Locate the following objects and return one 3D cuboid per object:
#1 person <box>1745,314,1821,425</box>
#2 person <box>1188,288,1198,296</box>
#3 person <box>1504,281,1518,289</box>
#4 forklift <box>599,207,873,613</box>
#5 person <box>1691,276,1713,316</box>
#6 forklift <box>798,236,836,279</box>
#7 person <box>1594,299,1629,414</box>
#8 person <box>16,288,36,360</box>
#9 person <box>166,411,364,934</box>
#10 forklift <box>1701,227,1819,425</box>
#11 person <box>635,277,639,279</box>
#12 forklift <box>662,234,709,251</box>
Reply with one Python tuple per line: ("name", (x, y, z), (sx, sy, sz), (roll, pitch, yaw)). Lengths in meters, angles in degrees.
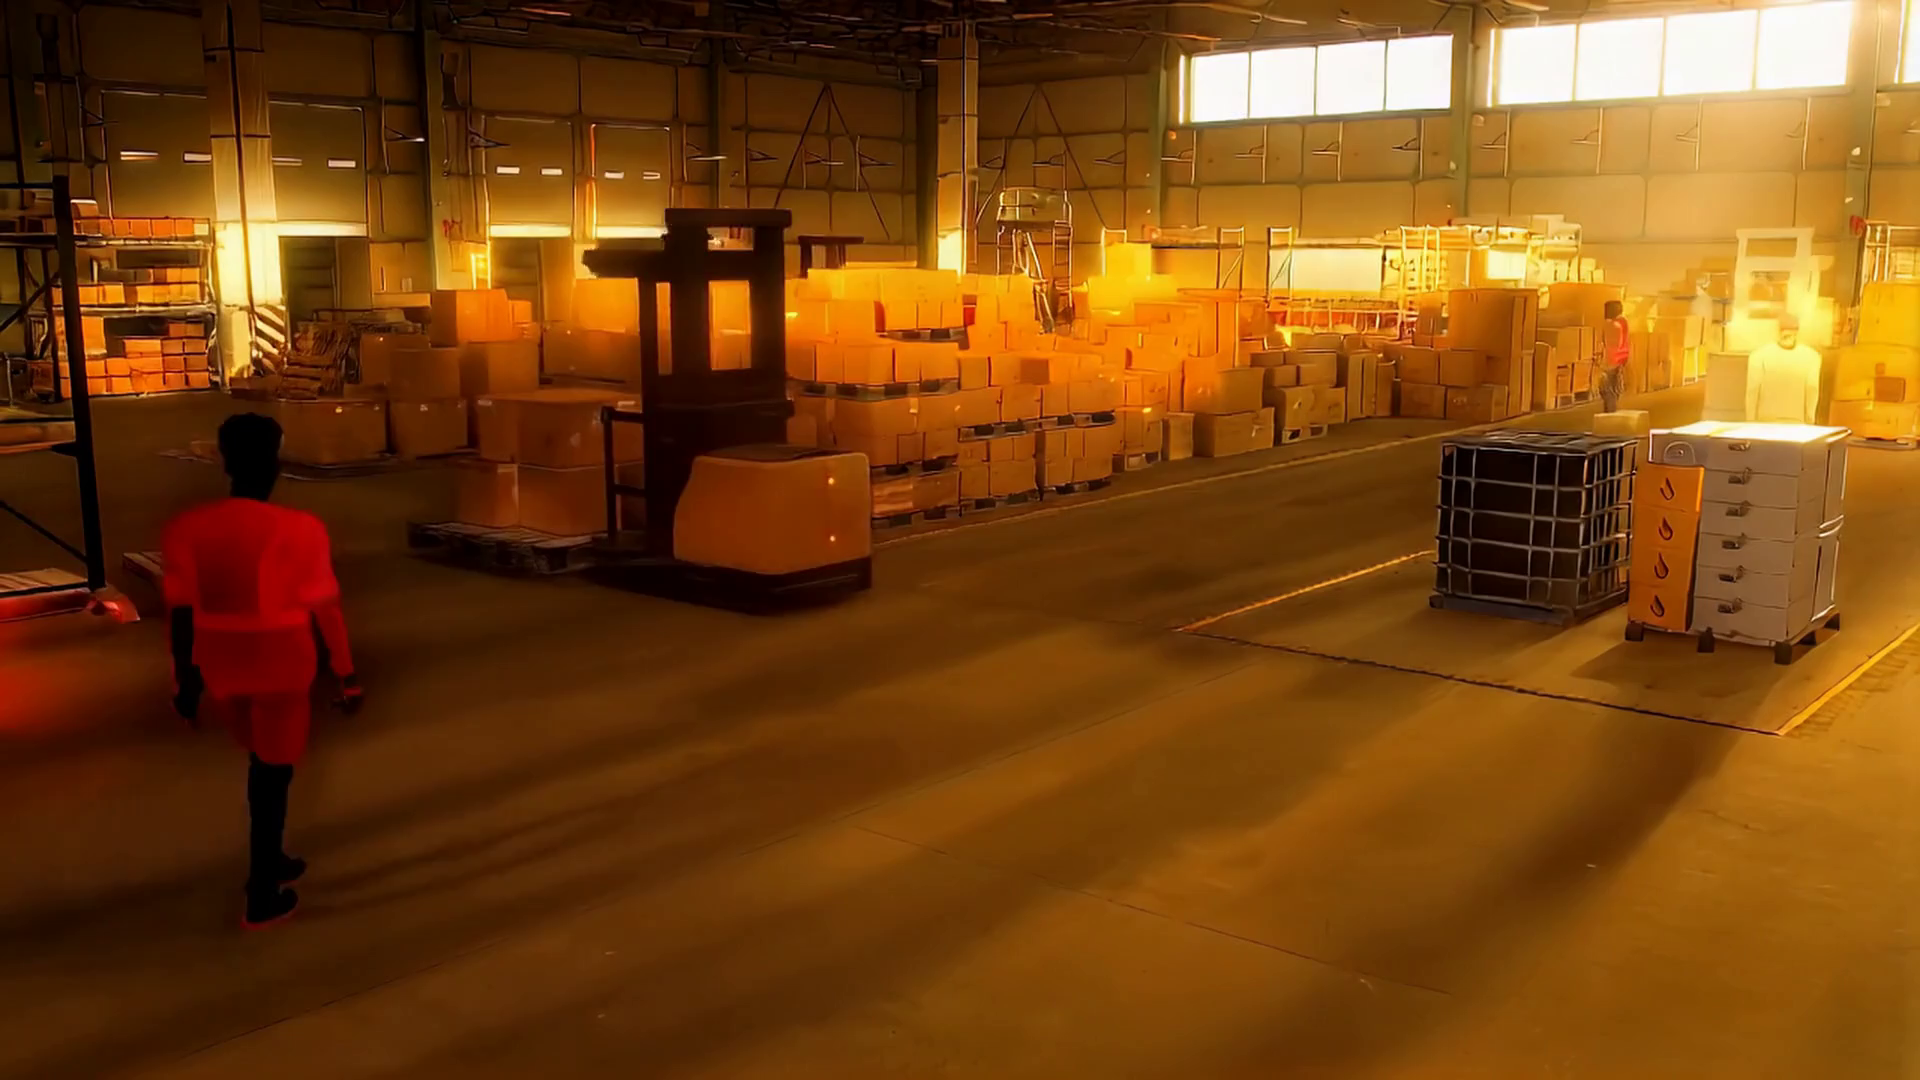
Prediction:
("person", (7.669, -1.138, 15.552), (0.630, 1.940, 0.372), (2, 10, 12))
("person", (5.013, -4.667, 36.363), (0.603, 1.675, 0.562), (4, 11, 24))
("person", (11.022, -4.258, 33.467), (0.977, 1.879, 0.557), (3, 10, 15))
("forklift", (-1.648, -1.010, 12.142), (1.873, 2.768, 1.129), (8, 13, 40))
("person", (14.794, -4.277, 33.260), (0.623, 1.993, 0.386), (-8, 13, -40))
("forklift", (-3.360, -5.810, 39.471), (1.873, 2.768, 1.129), (10, 14, 44))
("person", (8.990, -2.400, 23.013), (0.429, 1.842, 0.636), (6, 12, 33))
("person", (-20.241, -4.617, 36.048), (0.317, 1.695, 0.540), (-6, 12, -30))
("person", (-2.594, 0.474, 6.341), (0.627, 1.941, 0.709), (2, 10, 12))
("forklift", (11.308, -2.972, 23.315), (1.129, 2.768, 1.873), (8, 13, 40))
("person", (-7.534, -5.301, 39.287), (0.371, 1.927, 0.588), (8, 13, 38))
("forklift", (-5.415, -4.677, 33.019), (1.873, 2.768, 1.129), (8, 13, 40))
